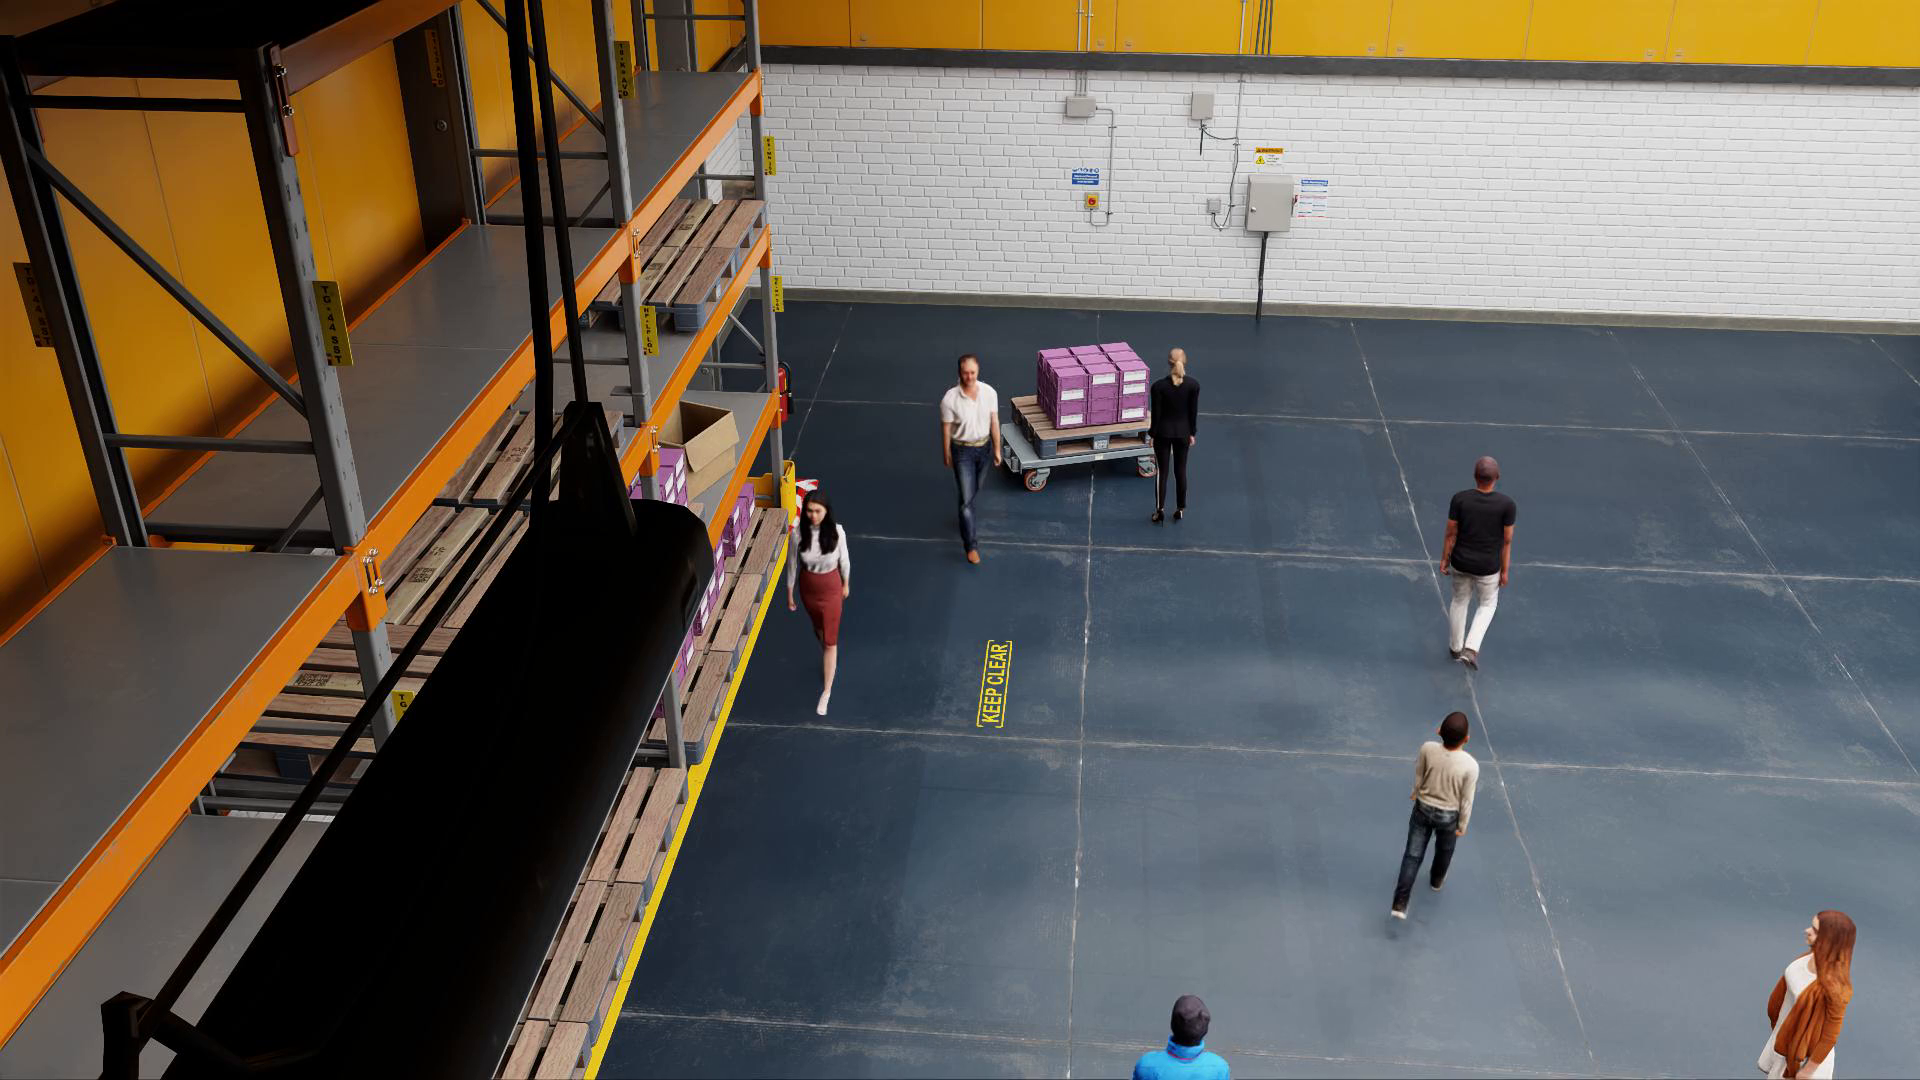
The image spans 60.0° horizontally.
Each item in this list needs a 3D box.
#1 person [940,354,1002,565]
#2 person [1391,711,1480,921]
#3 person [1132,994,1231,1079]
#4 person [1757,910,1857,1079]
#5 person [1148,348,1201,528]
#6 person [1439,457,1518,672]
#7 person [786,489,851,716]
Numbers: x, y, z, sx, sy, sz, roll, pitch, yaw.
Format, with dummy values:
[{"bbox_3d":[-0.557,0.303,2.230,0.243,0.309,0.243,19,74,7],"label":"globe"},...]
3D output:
[{"bbox_3d":[0.085,-0.814,14.618,0.949,1.824,1.309,-7,29,-13],"label":"person"},{"bbox_3d":[2.936,1.733,10.345,0.828,1.444,1.075,14,32,24],"label":"person"},{"bbox_3d":[1.009,2.923,7.819,0.747,1.773,1.142,-2,29,-4],"label":"person"},{"bbox_3d":[4.319,2.575,8.510,0.671,1.723,0.506,4,29,7],"label":"person"},{"bbox_3d":[1.906,-0.921,14.936,0.652,1.707,0.613,-4,29,-7],"label":"person"},{"bbox_3d":[3.945,0.227,12.745,0.825,1.791,0.965,11,31,20],"label":"person"},{"bbox_3d":[-1.046,0.386,12.547,0.618,1.700,1.075,2,29,3],"label":"person"}]
